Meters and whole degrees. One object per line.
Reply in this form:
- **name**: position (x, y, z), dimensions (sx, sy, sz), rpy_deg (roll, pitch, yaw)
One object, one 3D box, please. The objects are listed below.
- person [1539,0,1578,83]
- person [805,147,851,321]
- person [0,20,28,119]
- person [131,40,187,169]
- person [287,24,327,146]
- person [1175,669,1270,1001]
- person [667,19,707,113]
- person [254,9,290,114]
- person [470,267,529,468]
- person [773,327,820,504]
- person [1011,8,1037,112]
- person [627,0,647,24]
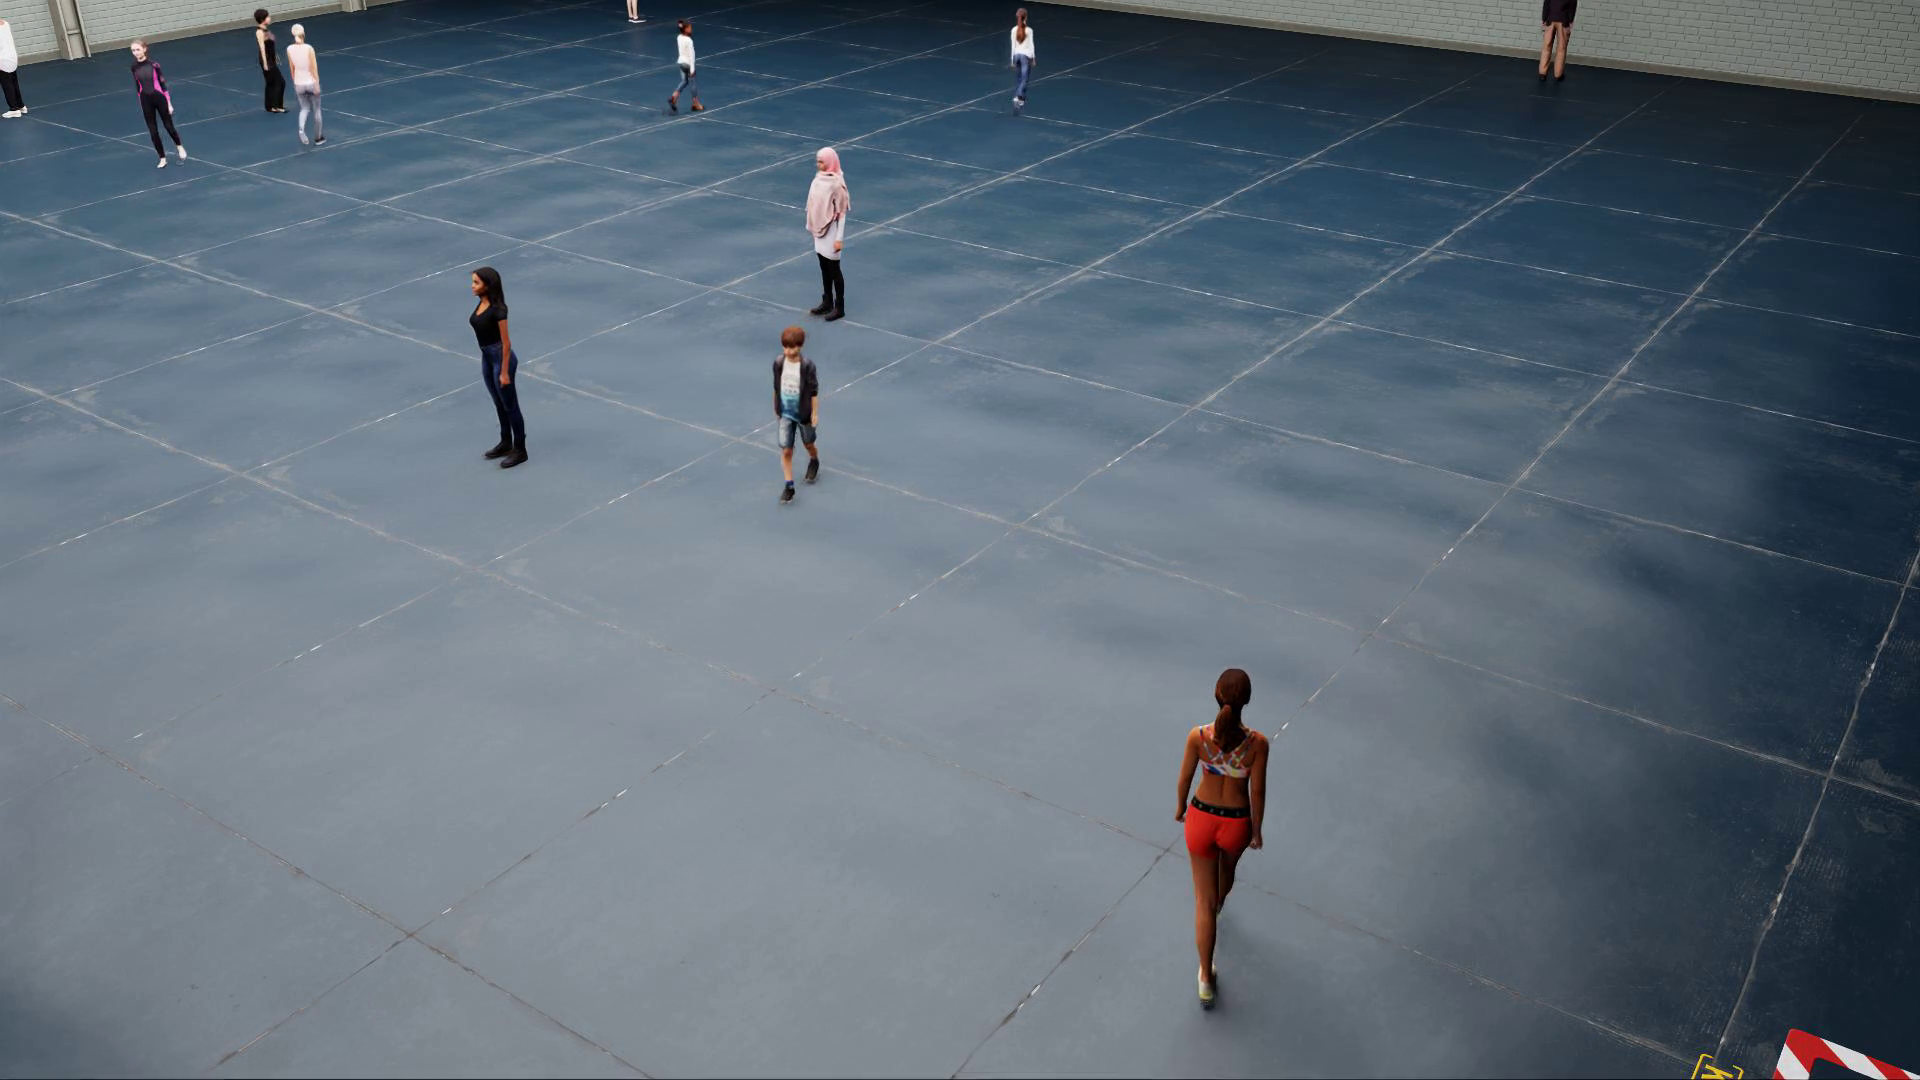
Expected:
- **person**: position (10.047, -8.709, 27.948), dimensions (0.723, 1.923, 0.645), rpy_deg (13, 30, 24)
- **person**: position (-1.371, -3.208, 17.395), dimensions (0.696, 1.804, 0.703), rpy_deg (-19, 33, -32)
- **person**: position (-14.802, -7.421, 25.708), dimensions (0.821, 1.683, 0.743), rpy_deg (-2, 27, -3)
- **person**: position (-11.095, -6.040, 22.990), dimensions (0.905, 1.716, 0.985), rpy_deg (-4, 28, -8)
- **person**: position (-9.405, -6.499, 23.890), dimensions (0.820, 1.709, 0.937), rpy_deg (0, 27, -1)
- **person**: position (1.284, 1.501, 8.314), dimensions (0.919, 1.746, 1.204), rpy_deg (4, 28, 9)
- **person**: position (-4.307, -7.372, 25.881), dimensions (0.917, 1.438, 0.663), rpy_deg (-22, 34, -36)
- **person**: position (-10.791, -7.388, 25.750), dimensions (0.775, 1.587, 0.723), rpy_deg (-8, 28, -15)
- **person**: position (-3.913, -1.486, 14.119), dimensions (0.594, 1.740, 0.602), rpy_deg (-22, 34, -36)
- **person**: position (-1.316, -1.069, 13.664), dimensions (0.785, 1.417, 1.023), rpy_deg (6, 28, 11)
- **person**: position (0.956, -7.496, 26.022), dimensions (0.655, 1.528, 1.087), rpy_deg (11, 29, 21)
- **person**: position (-6.489, -11.178, 32.892), dimensions (0.652, 1.786, 0.675), rpy_deg (-16, 32, -29)
